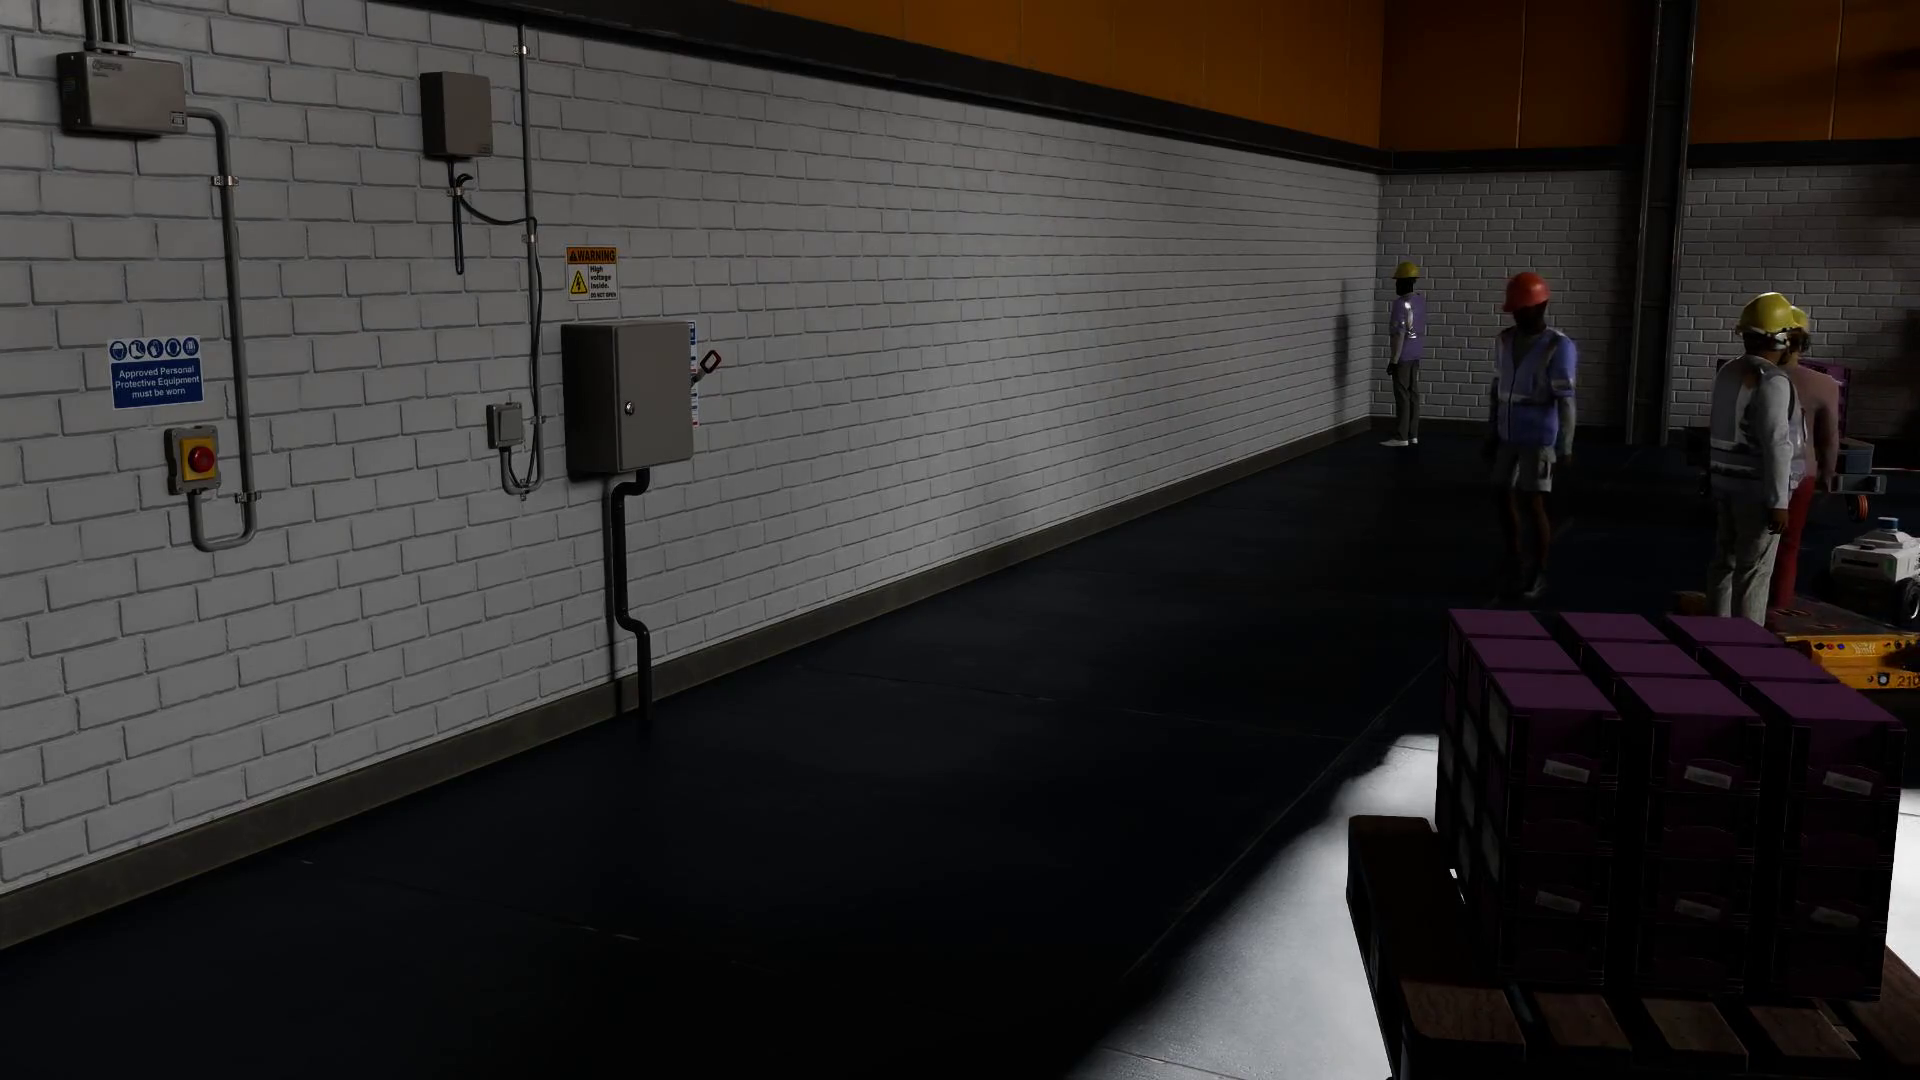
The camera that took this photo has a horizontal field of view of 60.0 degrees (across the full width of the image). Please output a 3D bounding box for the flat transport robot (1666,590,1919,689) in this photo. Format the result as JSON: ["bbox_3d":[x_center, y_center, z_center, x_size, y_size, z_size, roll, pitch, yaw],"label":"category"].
[{"bbox_3d":[4.165,0.471,8.266,0.652,0.197,1.431,-1,10,-3],"label":"flat transport robot"}]

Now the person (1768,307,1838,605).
[{"bbox_3d":[4.283,-0.346,8.744,0.543,1.738,0.797,3,10,19],"label":"person"}]

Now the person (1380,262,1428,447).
[{"bbox_3d":[4.642,-1.932,17.389,0.366,1.926,0.594,8,13,40],"label":"person"}]

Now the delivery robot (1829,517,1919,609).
[{"bbox_3d":[5.126,0.116,9.229,0.707,0.478,0.477,-9,13,-42],"label":"delivery robot"}]

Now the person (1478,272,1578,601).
[{"bbox_3d":[3.345,-0.614,9.815,0.575,1.908,0.727,-5,11,-28],"label":"person"}]

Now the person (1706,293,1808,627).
[{"bbox_3d":[3.769,-0.243,7.873,0.404,1.833,0.600,0,10,0],"label":"person"}]
